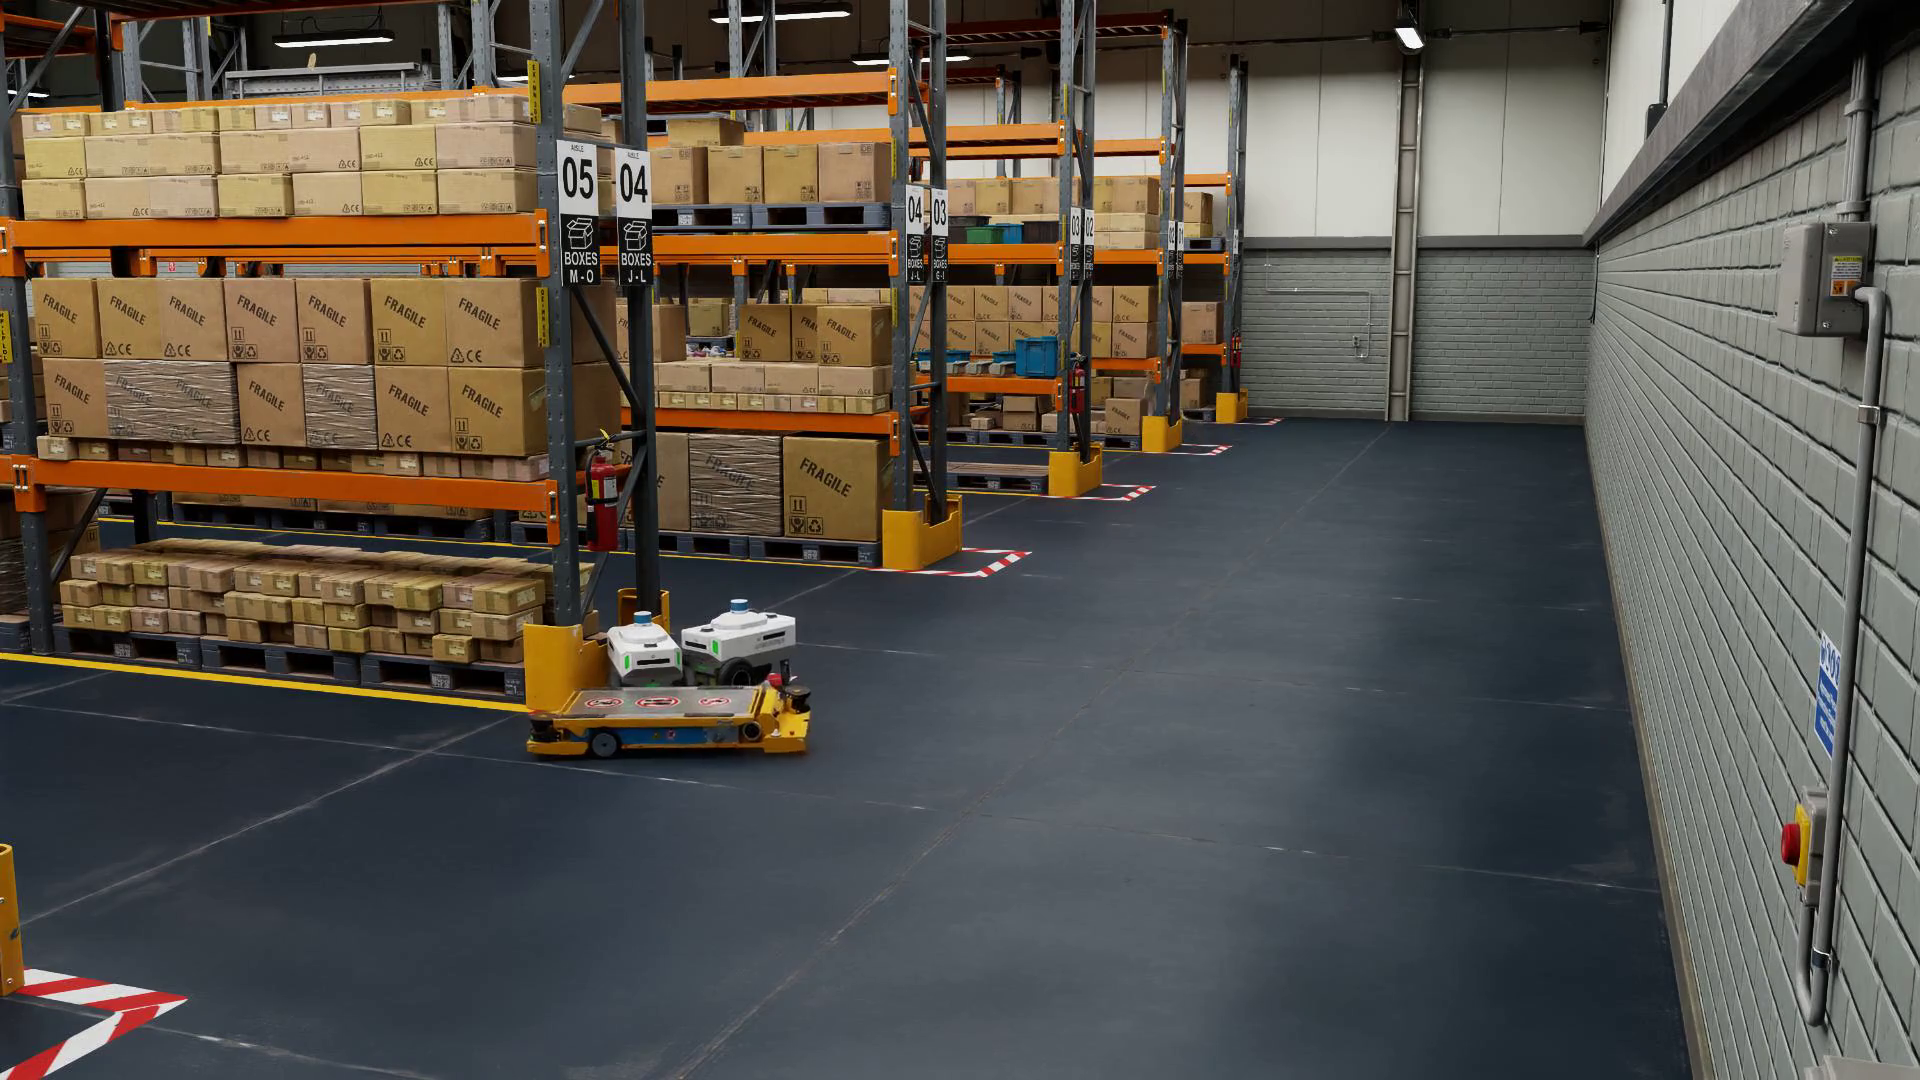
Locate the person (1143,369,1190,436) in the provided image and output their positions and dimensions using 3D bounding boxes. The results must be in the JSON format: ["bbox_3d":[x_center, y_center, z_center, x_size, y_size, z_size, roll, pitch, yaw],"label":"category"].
[{"bbox_3d":[3.030,-2.426,25.044,0.778,1.858,0.592,4,10,22],"label":"person"}]

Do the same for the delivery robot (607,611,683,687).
[{"bbox_3d":[-1.820,0.654,9.571,0.477,0.478,0.707,-3,10,-19],"label":"delivery robot"}]

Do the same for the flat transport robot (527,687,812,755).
[{"bbox_3d":[-1.524,0.954,8.873,1.431,0.197,0.652,0,9,-2],"label":"flat transport robot"}]

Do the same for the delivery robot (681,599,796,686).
[{"bbox_3d":[-1.313,0.597,9.927,0.477,0.478,0.707,7,12,39],"label":"delivery robot"}]
